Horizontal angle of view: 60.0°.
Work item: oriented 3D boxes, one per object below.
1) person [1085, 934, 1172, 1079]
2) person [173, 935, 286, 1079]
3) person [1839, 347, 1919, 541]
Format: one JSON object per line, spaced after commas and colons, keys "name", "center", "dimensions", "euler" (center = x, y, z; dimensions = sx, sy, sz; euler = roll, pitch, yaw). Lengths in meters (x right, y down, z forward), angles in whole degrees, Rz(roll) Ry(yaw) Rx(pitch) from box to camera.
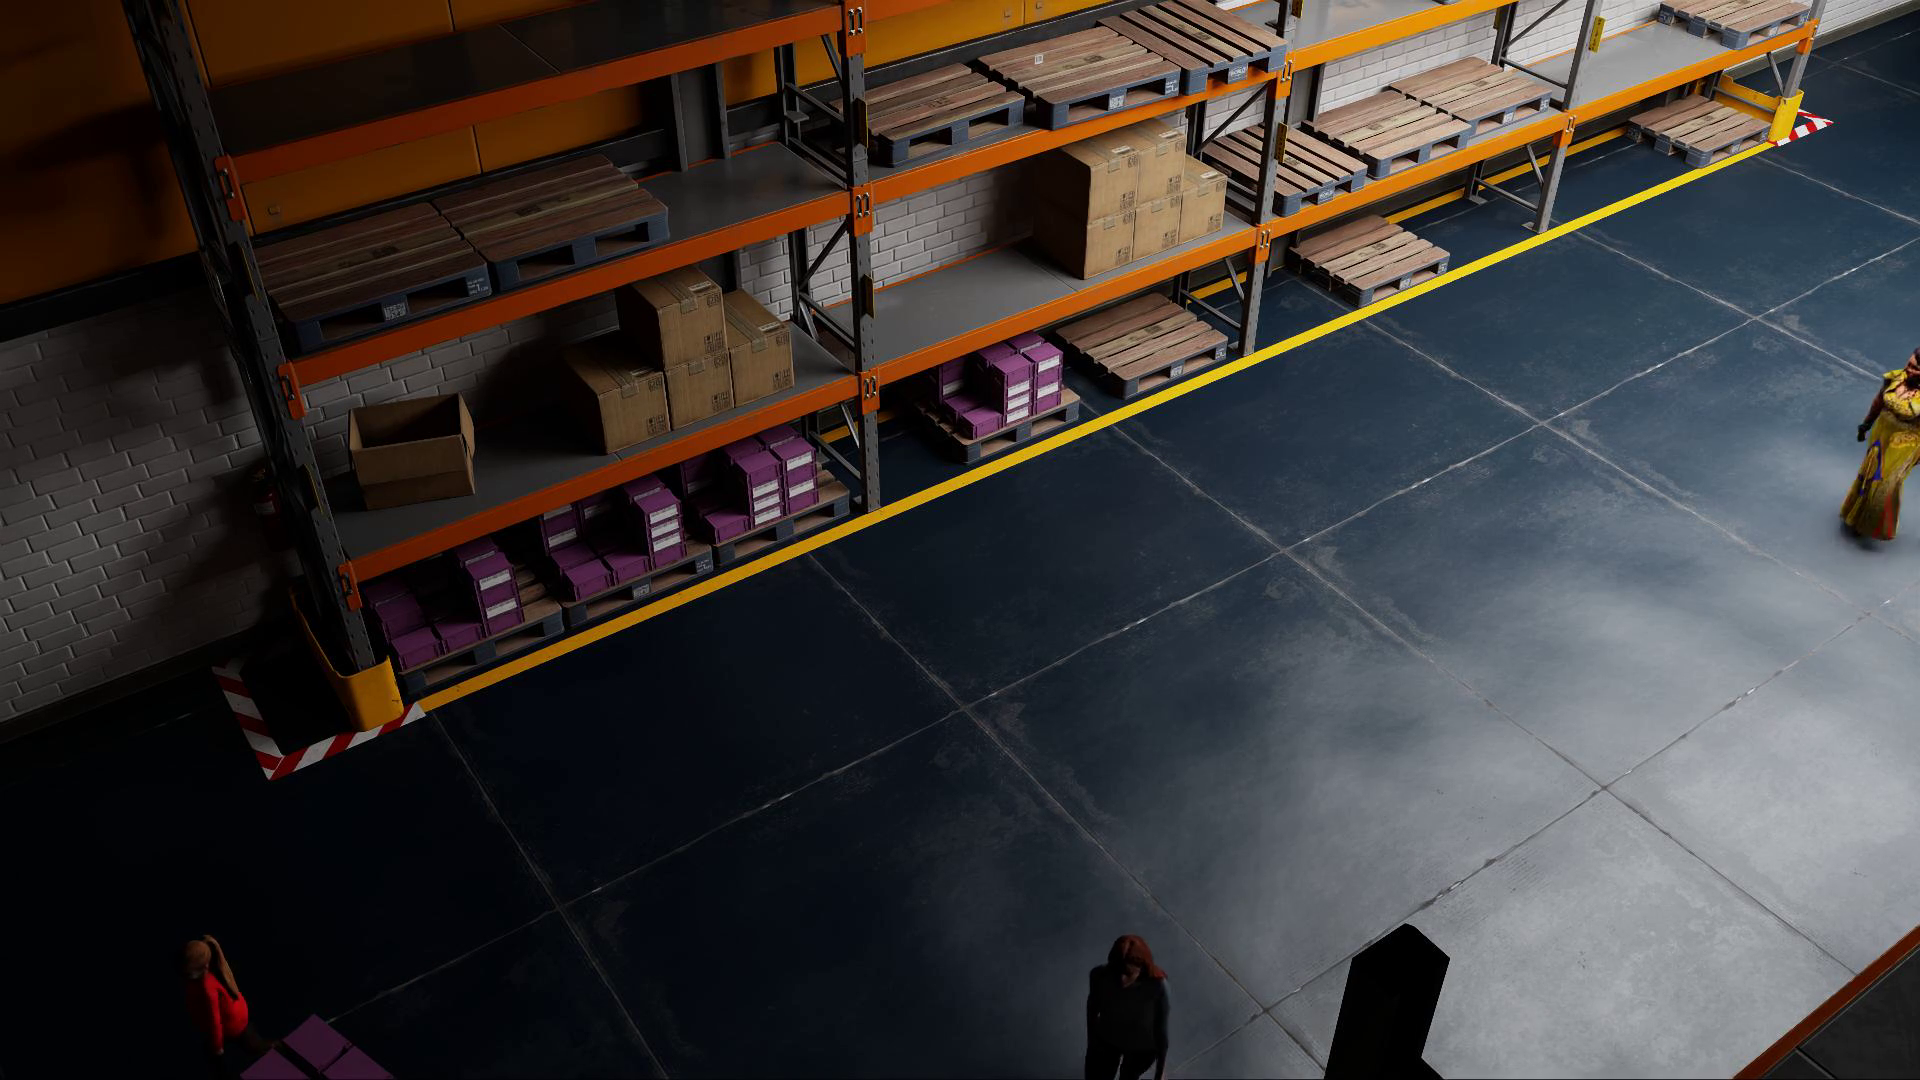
{"name": "person", "center": [0.851, 2.490, 8.380], "dimensions": [0.953, 1.716, 1.053], "euler": [9, 39, 11]}
{"name": "person", "center": [-3.793, 2.502, 8.734], "dimensions": [0.923, 1.256, 0.531], "euler": [-28, 46, -30]}
{"name": "person", "center": [7.092, -0.759, 12.508], "dimensions": [0.836, 1.643, 0.835], "euler": [-16, 41, -19]}
